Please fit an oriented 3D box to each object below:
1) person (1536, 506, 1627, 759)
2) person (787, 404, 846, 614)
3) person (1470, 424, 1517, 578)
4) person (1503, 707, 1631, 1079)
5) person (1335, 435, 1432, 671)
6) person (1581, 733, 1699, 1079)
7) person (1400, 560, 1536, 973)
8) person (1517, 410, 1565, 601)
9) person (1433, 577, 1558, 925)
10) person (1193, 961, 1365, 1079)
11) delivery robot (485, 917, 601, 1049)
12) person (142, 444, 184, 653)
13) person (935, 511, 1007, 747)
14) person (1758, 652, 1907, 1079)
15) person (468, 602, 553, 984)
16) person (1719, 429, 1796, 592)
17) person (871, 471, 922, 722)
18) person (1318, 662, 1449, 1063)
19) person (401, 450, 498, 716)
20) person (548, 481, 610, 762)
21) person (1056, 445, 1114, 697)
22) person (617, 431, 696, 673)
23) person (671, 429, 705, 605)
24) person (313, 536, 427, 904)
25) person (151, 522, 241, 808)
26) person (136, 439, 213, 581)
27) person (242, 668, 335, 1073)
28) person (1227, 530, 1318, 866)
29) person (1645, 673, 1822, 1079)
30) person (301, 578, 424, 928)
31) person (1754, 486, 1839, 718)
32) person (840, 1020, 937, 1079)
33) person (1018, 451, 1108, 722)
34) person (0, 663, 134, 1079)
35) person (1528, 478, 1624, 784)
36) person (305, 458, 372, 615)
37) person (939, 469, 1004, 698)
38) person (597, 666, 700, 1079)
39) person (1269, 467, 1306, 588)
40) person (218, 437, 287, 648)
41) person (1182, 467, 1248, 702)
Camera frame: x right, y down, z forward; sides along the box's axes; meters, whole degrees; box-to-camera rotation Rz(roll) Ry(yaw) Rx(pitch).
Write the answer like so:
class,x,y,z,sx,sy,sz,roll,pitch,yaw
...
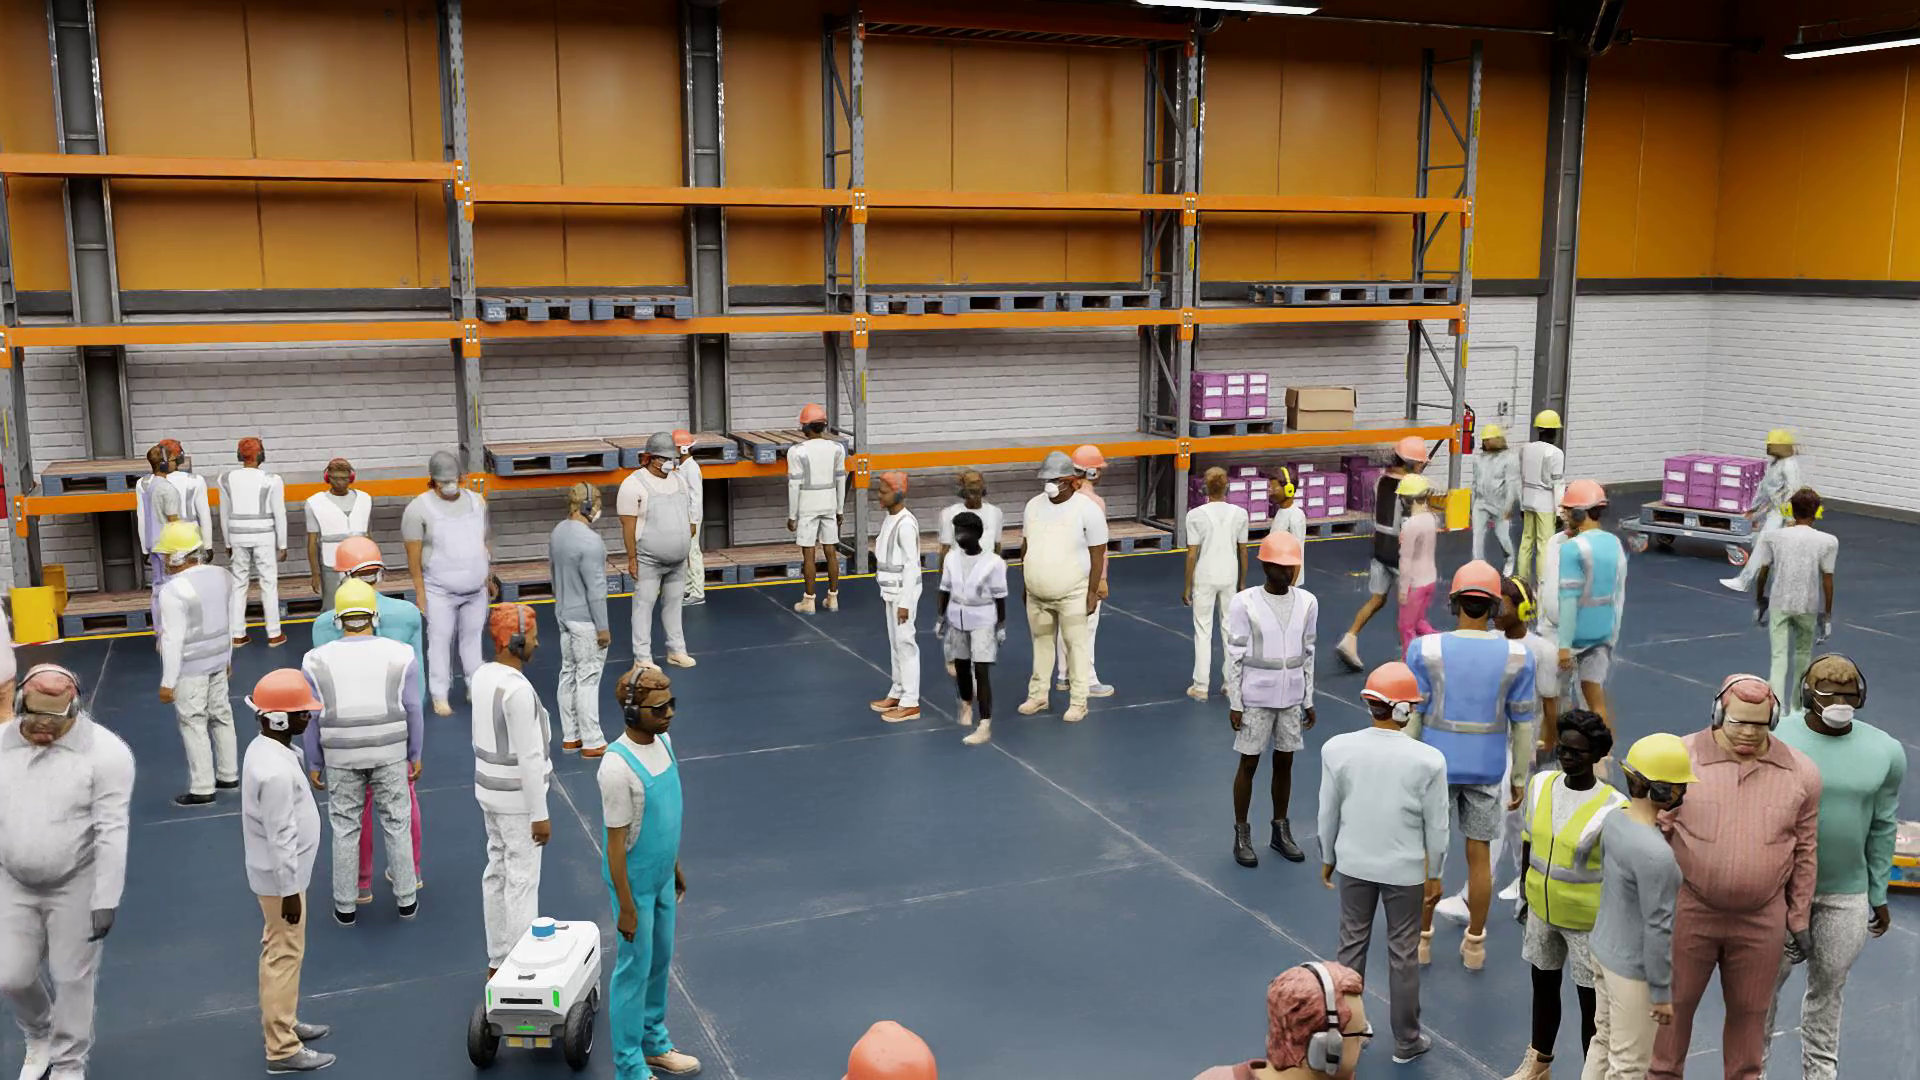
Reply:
class,x,y,z,sx,sy,sz,roll,pitch,yaw
person,4.131,0.621,11.223,0.407,1.906,0.655,-5,11,-27
person,-1.407,-0.299,16.137,0.607,2.041,0.386,-6,12,-31
person,5.647,-0.383,17.599,0.494,1.708,0.809,8,13,38
person,2.465,1.505,6.725,0.317,1.698,0.538,-6,11,-31
person,3.569,0.119,13.842,0.941,2.000,0.638,-4,11,-23
person,2.519,1.573,6.177,0.338,1.760,0.528,1,10,4
person,2.451,1.102,8.112,0.619,2.029,0.409,1,10,8
person,5.850,-0.345,16.728,0.368,1.927,0.587,-5,11,-26
person,2.819,1.096,8.768,0.957,1.809,0.551,-4,11,-24
person,0.797,1.898,3.882,0.402,1.904,0.638,-7,12,-37
delivery robot,-1.838,1.918,7.372,0.477,0.478,0.707,0,10,2
person,-6.889,0.087,14.475,0.504,1.847,0.345,7,12,36
person,0.078,0.612,12.016,0.561,1.659,0.602,7,12,35
person,3.417,1.396,6.664,0.630,1.940,0.373,1,10,6
person,-2.087,1.221,7.819,0.353,1.887,0.572,-8,12,-38
person,8.333,-0.286,17.060,0.921,1.696,0.501,2,10,9
person,-0.466,0.417,12.465,0.361,1.884,0.575,-3,10,-14
person,1.842,1.391,7.239,0.564,1.747,0.339,6,11,30
person,-3.822,0.302,12.674,0.535,2.000,0.730,10,14,44
person,-2.606,0.559,11.502,0.373,1.935,0.627,-8,13,-38
person,0.983,0.239,13.160,0.388,1.995,0.622,-6,11,-29
person,-2.481,0.093,13.877,0.535,2.000,0.680,9,13,42
person,-2.742,-0.229,16.559,0.343,1.749,0.573,-4,11,-23
person,-3.196,0.965,9.015,0.615,1.987,0.407,-9,13,-43
person,-4.841,0.786,10.528,0.405,1.817,0.627,2,10,12
person,-6.859,0.051,14.569,0.584,1.882,0.345,-3,10,-19
person,-2.886,1.407,7.167,0.353,1.743,0.569,-5,11,-25
person,1.795,0.898,9.529,0.543,1.942,0.350,-3,10,-15
person,2.985,1.447,6.481,0.638,1.903,0.408,2,10,14
person,-3.101,1.107,8.675,0.591,1.824,0.404,-3,10,-18
person,6.068,0.513,12.104,0.507,1.815,0.984,5,11,26
person,-0.154,1.969,3.896,0.574,1.749,0.337,-8,13,-38
person,0.725,0.341,12.447,0.684,2.000,0.535,7,12,33
person,-3.699,1.413,6.767,0.688,1.879,0.451,-1,10,-4
person,4.030,0.588,11.083,0.621,2.014,0.819,-7,12,-34
person,-5.062,0.237,13.634,0.395,1.836,0.566,8,13,40
person,0.075,0.322,13.211,0.507,1.825,0.592,-3,10,-15
person,-1.297,1.414,6.869,0.340,1.840,0.512,3,10,15
person,2.487,0.357,12.869,0.328,1.865,0.508,-1,10,-4
person,-6.271,0.024,14.786,0.575,1.874,0.372,-1,10,-4
person,1.989,0.348,12.976,0.514,1.842,0.327,-2,10,-10
